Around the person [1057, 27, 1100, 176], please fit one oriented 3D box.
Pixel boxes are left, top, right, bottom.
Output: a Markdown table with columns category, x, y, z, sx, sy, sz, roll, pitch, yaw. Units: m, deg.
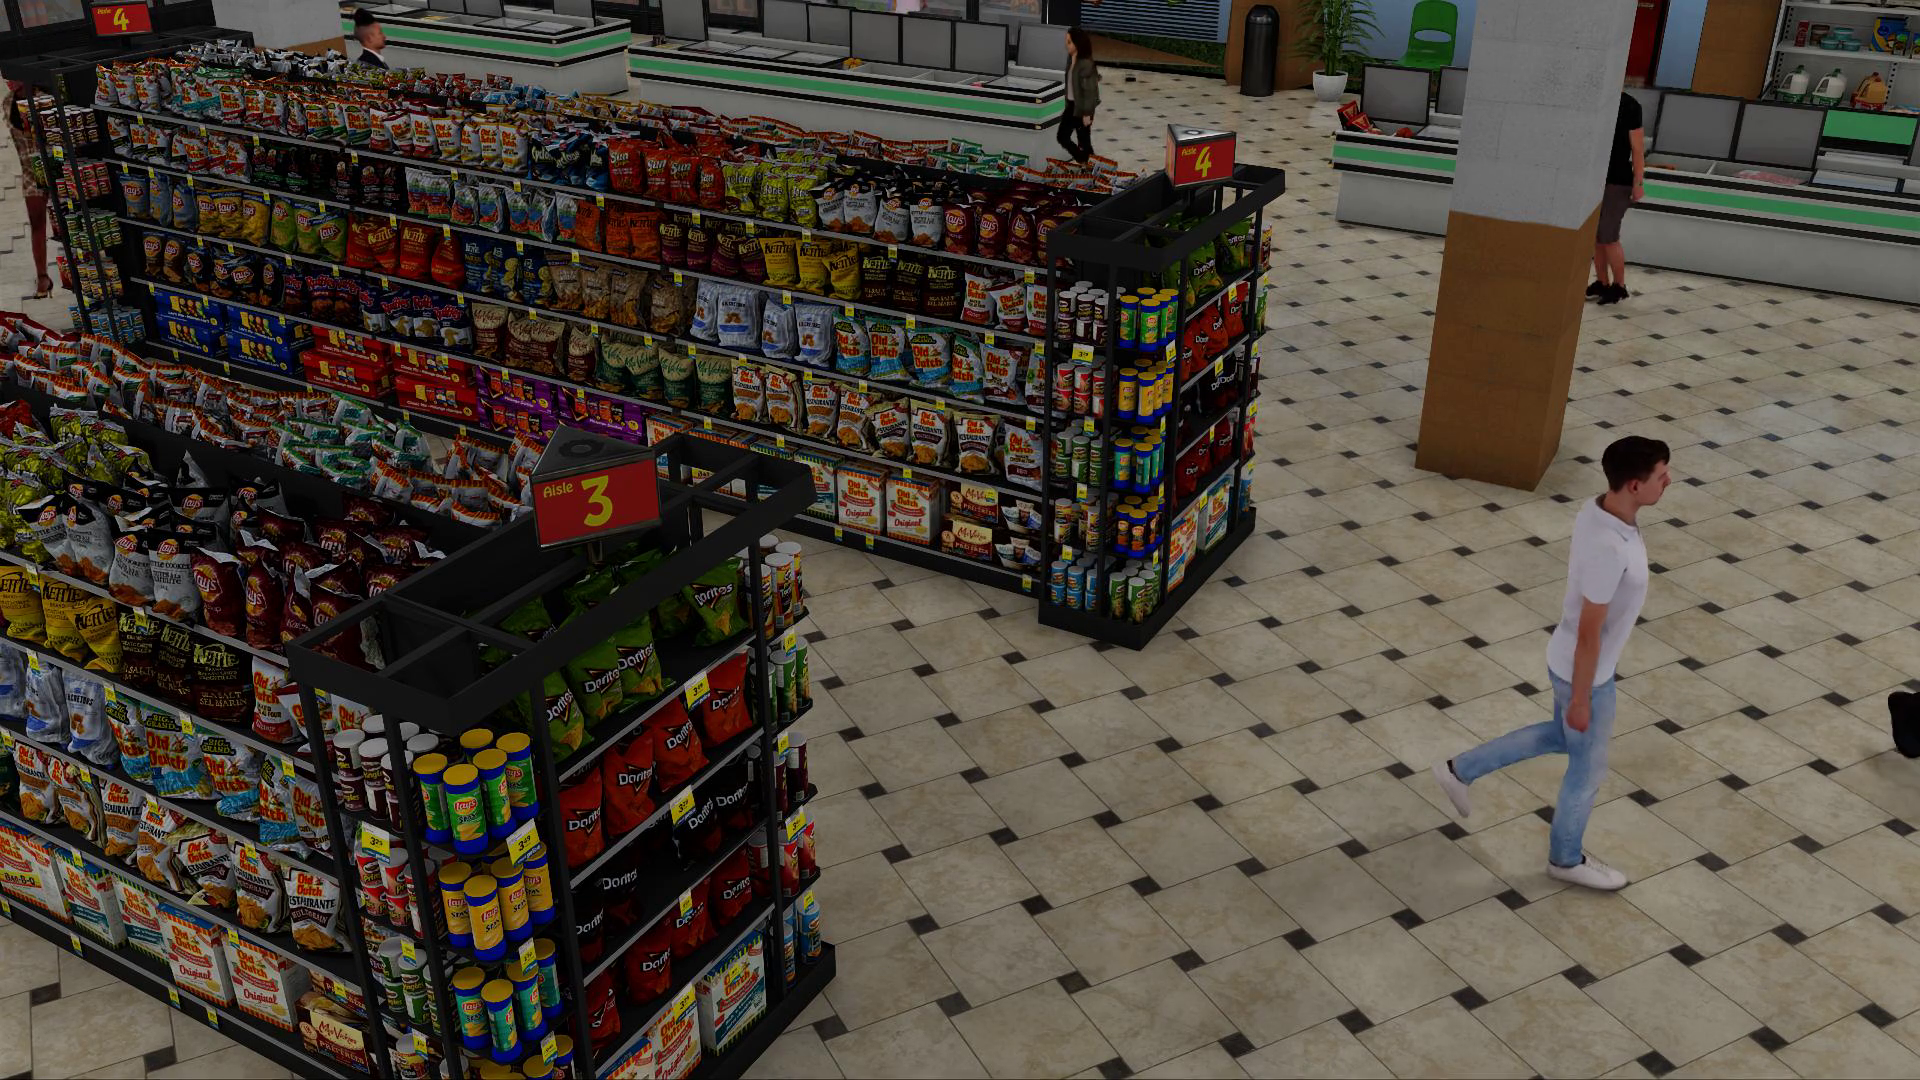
| category | x | y | z | sx | sy | sz | roll | pitch | yaw |
| --- | --- | --- | --- | --- | --- | --- | --- | --- | --- |
| person | 1.142 | -3.925 | 15.182 | 0.814 | 1.466 | 0.725 | -13 | 30 | -24 |

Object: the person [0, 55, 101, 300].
| category | x | y | z | sx | sy | sz | roll | pitch | yaw |
| --- | --- | --- | --- | --- | --- | --- | --- | --- | --- |
| person | -6.805 | -2.732 | 12.529 | 1.114 | 1.738 | 1.007 | 0 | 27 | 0 |

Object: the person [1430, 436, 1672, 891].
| category | x | y | z | sx | sy | sz | roll | pitch | yaw |
| --- | --- | --- | --- | --- | --- | --- | --- | --- | --- |
| person | 2.199 | 0.459 | 6.131 | 1.066 | 1.834 | 0.797 | 9 | 28 | 16 |

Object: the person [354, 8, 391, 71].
| category | x | y | z | sx | sy | sz | roll | pitch | yaw |
| --- | --- | --- | --- | --- | --- | --- | --- | --- | --- |
| person | -4.633 | -3.256 | 13.324 | 0.856 | 1.953 | 0.761 | -10 | 29 | -19 |

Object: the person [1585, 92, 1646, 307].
| category | x | y | z | sx | sy | sz | roll | pitch | yaw |
| --- | --- | --- | --- | --- | --- | --- | --- | --- | --- |
| person | 4.827 | -2.626 | 12.232 | 0.902 | 1.818 | 0.798 | -21 | 34 | -35 |

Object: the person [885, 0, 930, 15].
| category | x | y | z | sx | sy | sz | roll | pitch | yaw |
| --- | --- | --- | --- | --- | --- | --- | --- | --- | --- |
| person | -0.698 | -6.245 | 19.427 | 1.177 | 1.764 | 0.679 | 18 | 32 | 31 |
